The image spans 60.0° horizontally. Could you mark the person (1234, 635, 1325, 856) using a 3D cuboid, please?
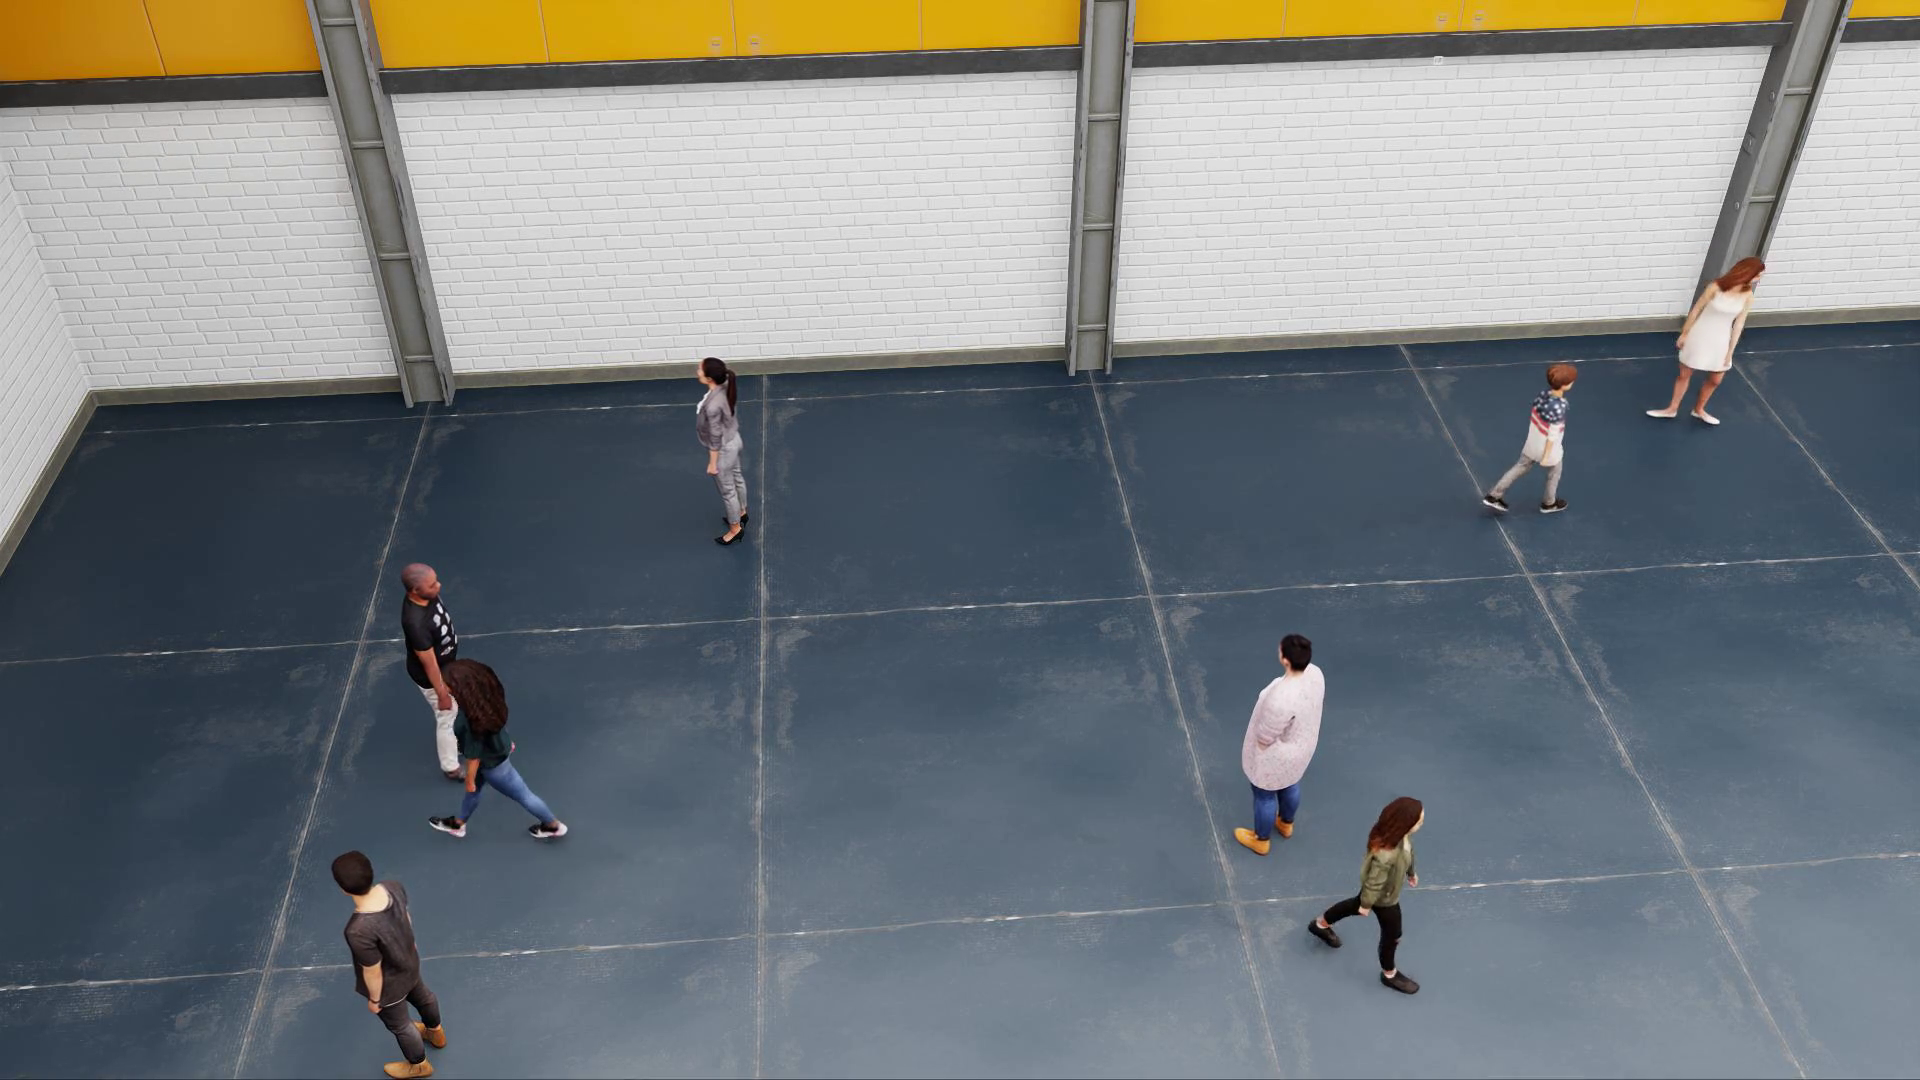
[{"bbox_3d":[2.038,1.274,10.446,0.777,1.743,0.855,-31,48,-33],"label":"person"}]

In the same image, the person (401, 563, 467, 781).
[{"bbox_3d":[-3.448,0.853,10.926,0.638,1.801,0.681,-7,39,-9],"label":"person"}]

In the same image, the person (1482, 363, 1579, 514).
[{"bbox_3d":[4.597,-0.778,13.281,0.967,1.411,0.610,-8,39,-10],"label":"person"}]

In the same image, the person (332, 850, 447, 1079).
[{"bbox_3d":[-3.129,2.338,9.138,0.642,1.713,0.685,8,39,10],"label":"person"}]

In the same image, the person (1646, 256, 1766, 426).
[{"bbox_3d":[6.361,-1.730,14.259,0.686,1.679,0.886,23,44,26],"label":"person"}]

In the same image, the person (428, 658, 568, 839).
[{"bbox_3d":[-2.855,1.382,10.452,1.096,1.567,0.603,-1,39,-2],"label":"person"}]

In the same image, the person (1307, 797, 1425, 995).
[{"bbox_3d":[2.403,2.010,9.761,1.036,1.448,0.837,15,41,18],"label":"person"}]

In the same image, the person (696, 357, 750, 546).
[{"bbox_3d":[-1.841,-0.700,12.970,0.666,1.677,0.679,7,39,8],"label":"person"}]
